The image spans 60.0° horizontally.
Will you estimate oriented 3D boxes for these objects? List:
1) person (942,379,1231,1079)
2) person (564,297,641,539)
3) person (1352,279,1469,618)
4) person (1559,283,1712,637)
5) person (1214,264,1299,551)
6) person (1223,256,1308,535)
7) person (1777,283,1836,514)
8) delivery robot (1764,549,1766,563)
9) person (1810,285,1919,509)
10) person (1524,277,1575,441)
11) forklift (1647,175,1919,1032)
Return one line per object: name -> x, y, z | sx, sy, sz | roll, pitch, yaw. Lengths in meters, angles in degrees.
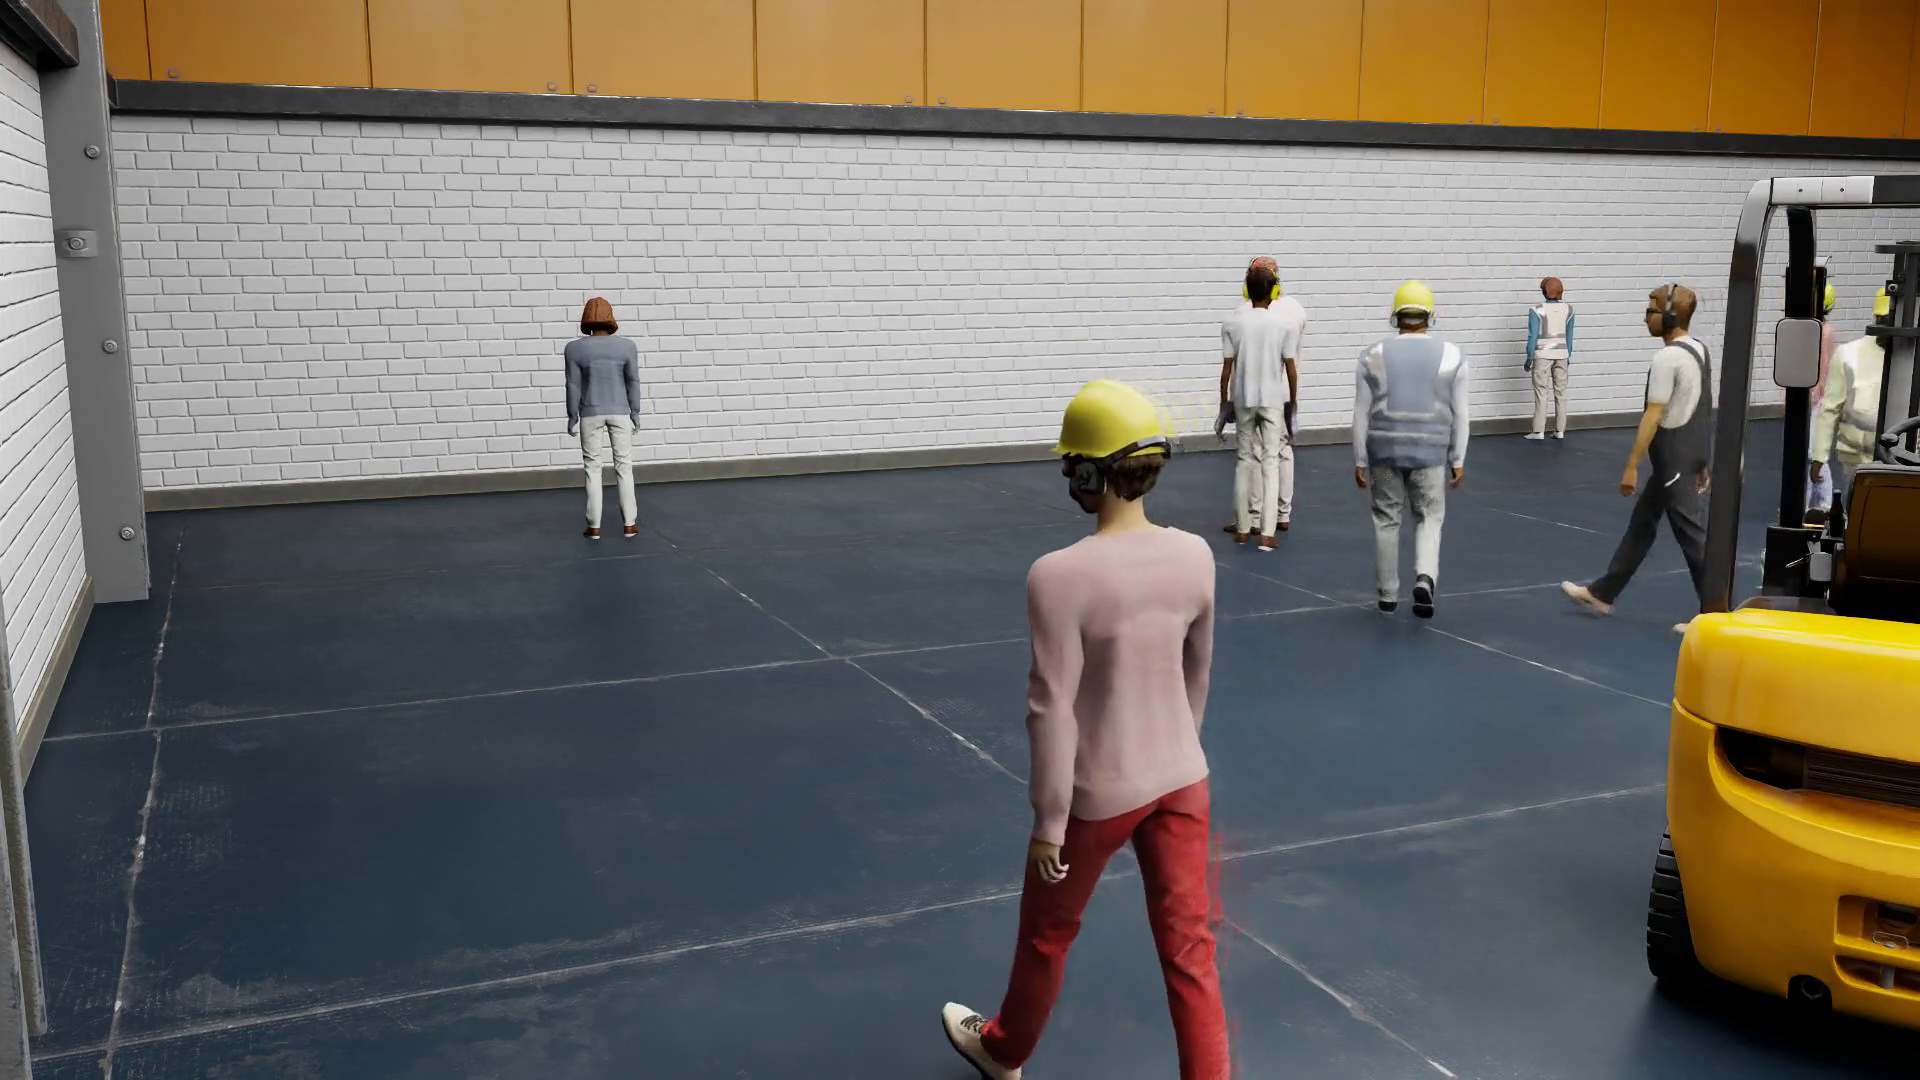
person -> 0.303, 0.511, 3.649 | 0.547, 1.714, 0.885 | -7, 12, -33
person -> -2.409, -0.821, 11.249 | 0.498, 1.633, 0.283 | -3, 11, -17
person -> 2.357, -0.454, 8.742 | 0.594, 1.817, 0.543 | 3, 11, 14
person -> 3.594, -0.407, 8.541 | 0.975, 1.789, 0.531 | 9, 13, 40
person -> 1.953, -0.869, 10.916 | 0.533, 1.878, 0.404 | 4, 11, 19
person -> 2.064, -0.985, 11.417 | 0.636, 1.903, 0.404 | -7, 12, -34
person -> 6.129, -0.993, 11.977 | 0.345, 1.721, 0.635 | 3, 11, 14
delivery robot -> 4.480, 0.178, 8.457 | 0.707, 0.478, 0.477 | 4, 11, 21
person -> 4.766, -0.434, 8.655 | 0.619, 1.794, 0.865 | 8, 13, 37
person -> 5.906, -1.810, 16.680 | 0.514, 1.642, 0.314 | -2, 11, -13
forklift -> 2.810, 0.094, 4.662 | 1.214, 2.155, 2.313 | 7, 12, 34
